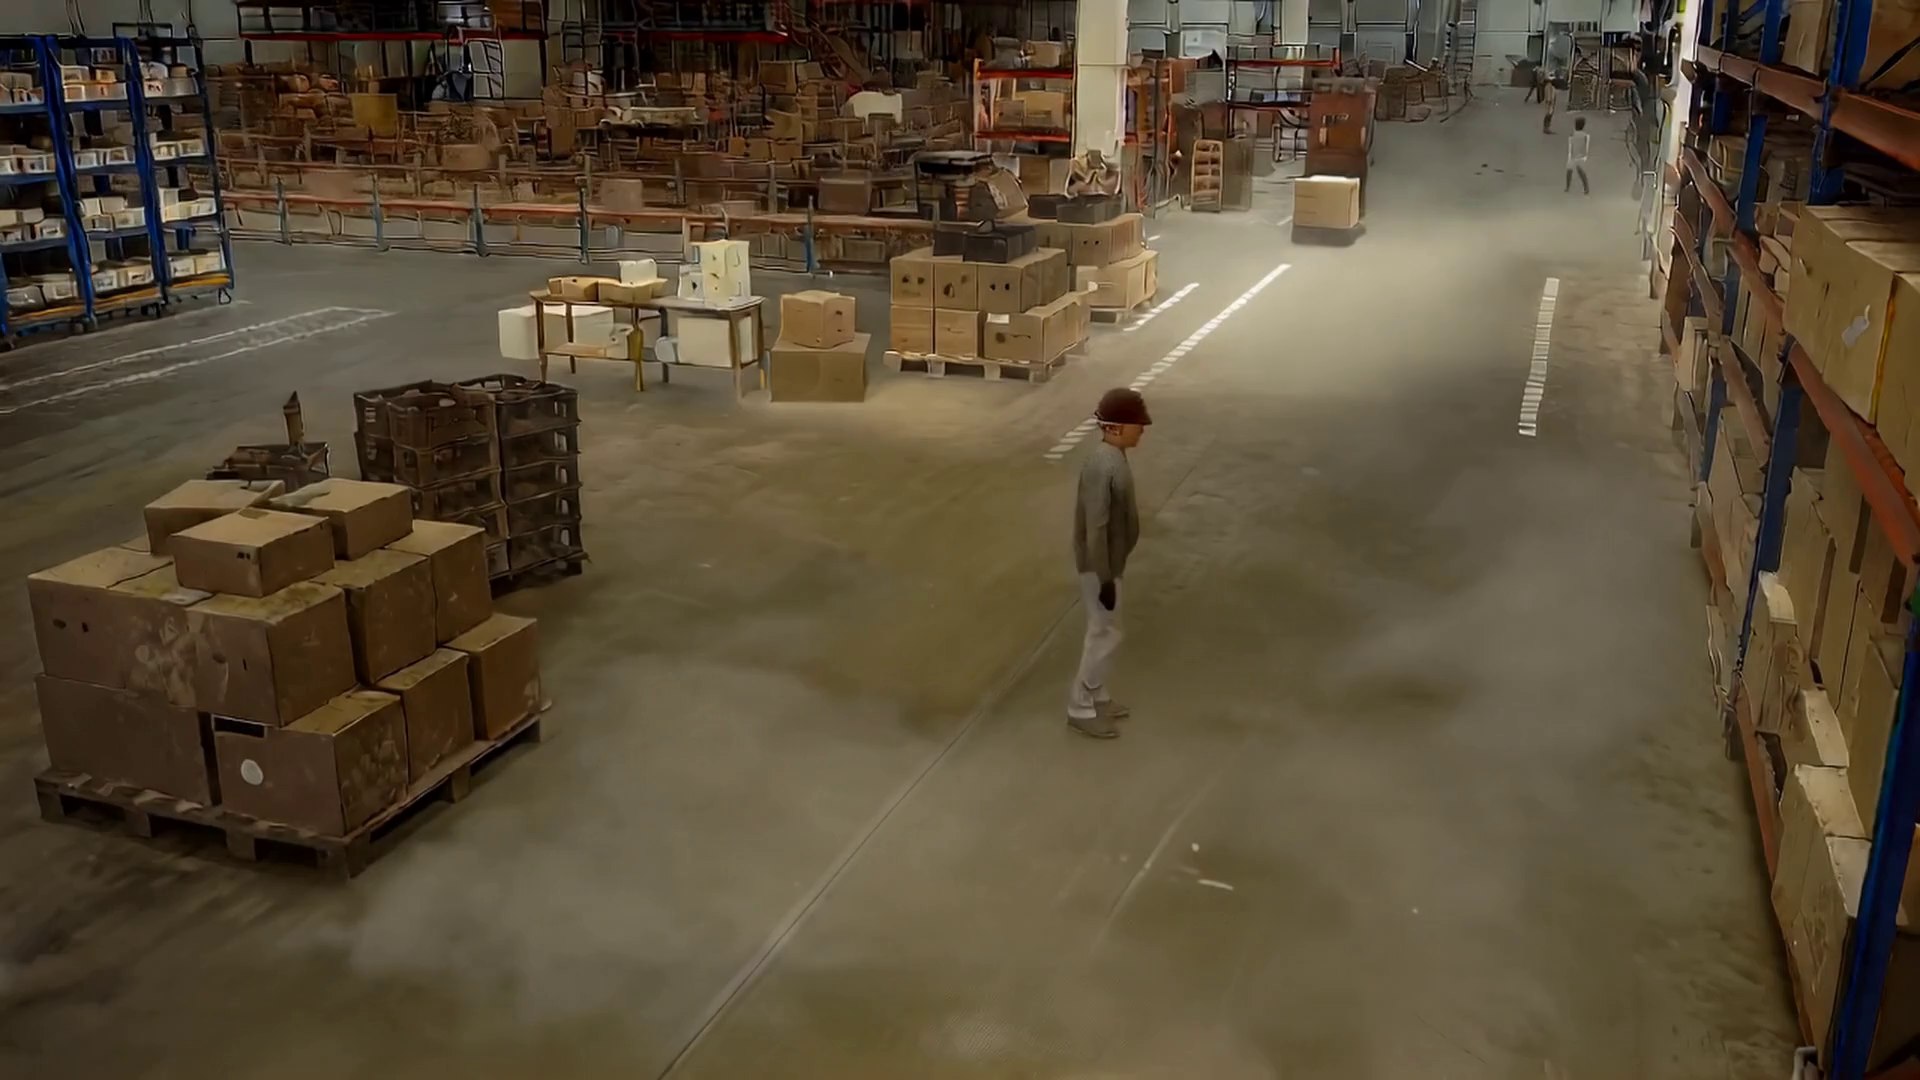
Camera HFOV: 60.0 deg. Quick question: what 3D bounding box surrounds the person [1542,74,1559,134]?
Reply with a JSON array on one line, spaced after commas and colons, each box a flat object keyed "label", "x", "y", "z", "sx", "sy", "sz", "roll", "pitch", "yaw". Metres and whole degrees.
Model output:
[{"label": "person", "x": 19.509, "y": -14.381, "z": 54.873, "sx": 0.359, "sy": 1.938, "sz": 0.545, "roll": -1, "pitch": 18, "yaw": -3}]

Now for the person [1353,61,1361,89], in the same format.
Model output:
[{"label": "person", "x": 17.254, "y": -19.973, "z": 72.612, "sx": 0.542, "sy": 1.828, "sz": 0.536, "roll": 11, "pitch": 20, "yaw": 30}]

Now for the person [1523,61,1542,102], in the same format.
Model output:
[{"label": "person", "x": 25.569, "y": -20.370, "z": 73.928, "sx": 0.891, "sy": 1.804, "sz": 0.500, "roll": -10, "pitch": 20, "yaw": -28}]

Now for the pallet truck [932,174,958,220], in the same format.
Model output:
[{"label": "pallet truck", "x": -0.507, "y": -5.292, "z": 27.348, "sx": 0.653, "sy": 1.274, "sz": 1.630, "roll": 6, "pitch": 19, "yaw": 19}]

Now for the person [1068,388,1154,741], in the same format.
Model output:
[{"label": "person", "x": 0.837, "y": 0.125, "z": 9.231, "sx": 0.415, "sy": 1.984, "sz": 0.615, "roll": 4, "pitch": 18, "yaw": 11}]

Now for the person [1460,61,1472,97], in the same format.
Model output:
[{"label": "person", "x": 23.836, "y": -21.686, "z": 78.230, "sx": 0.539, "sy": 1.681, "sz": 0.547, "roll": -7, "pitch": 19, "yaw": -20}]

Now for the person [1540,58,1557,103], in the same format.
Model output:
[{"label": "person", "x": 25.930, "y": -20.207, "z": 73.208, "sx": 0.392, "sy": 1.920, "sz": 0.587, "roll": -14, "pitch": 23, "yaw": -38}]

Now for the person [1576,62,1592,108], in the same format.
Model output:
[{"label": "person", "x": 26.239, "y": -19.134, "z": 69.900, "sx": 0.510, "sy": 1.891, "sz": 0.705, "roll": 8, "pitch": 19, "yaw": 24}]

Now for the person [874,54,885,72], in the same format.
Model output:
[{"label": "person", "x": -3.897, "y": -22.748, "z": 81.259, "sx": 0.554, "sy": 1.916, "sz": 0.952, "roll": 5, "pitch": 18, "yaw": 15}]

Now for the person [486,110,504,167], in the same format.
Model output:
[{"label": "person", "x": -10.884, "y": -9.093, "z": 38.581, "sx": 0.769, "sy": 1.740, "sz": 0.526, "roll": -2, "pitch": 18, "yaw": -8}]

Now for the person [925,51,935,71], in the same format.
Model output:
[{"label": "person", "x": -1.646, "y": -25.809, "z": 90.977, "sx": 0.635, "sy": 1.819, "sz": 0.611, "roll": -6, "pitch": 19, "yaw": -19}]

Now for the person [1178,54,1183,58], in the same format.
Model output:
[{"label": "person", "x": 11.152, "y": -23.689, "z": 84.282, "sx": 0.429, "sy": 1.841, "sz": 0.631, "roll": 9, "pitch": 20, "yaw": 27}]

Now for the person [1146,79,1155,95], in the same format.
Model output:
[{"label": "person", "x": 6.482, "y": -15.049, "z": 57.202, "sx": 0.608, "sy": 1.786, "sz": 0.859, "roll": 7, "pitch": 19, "yaw": 21}]

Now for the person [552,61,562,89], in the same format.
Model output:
[{"label": "person", "x": -17.297, "y": -19.522, "z": 71.142, "sx": 0.678, "sy": 1.861, "sz": 0.596, "roll": 6, "pitch": 19, "yaw": 19}]

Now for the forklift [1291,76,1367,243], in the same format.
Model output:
[{"label": "forklift", "x": 6.598, "y": -6.755, "z": 29.381, "sx": 1.129, "sy": 2.768, "sz": 1.873, "roll": 6, "pitch": 19, "yaw": 19}]

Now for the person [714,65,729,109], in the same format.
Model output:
[{"label": "person", "x": -8.836, "y": -16.491, "z": 61.406, "sx": 0.619, "sy": 2.013, "sz": 0.952, "roll": -13, "pitch": 22, "yaw": -36}]

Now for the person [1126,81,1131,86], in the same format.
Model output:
[{"label": "person", "x": 6.046, "y": -16.119, "z": 60.240, "sx": 0.382, "sy": 1.995, "sz": 0.612, "roll": -2, "pitch": 18, "yaw": -6}]

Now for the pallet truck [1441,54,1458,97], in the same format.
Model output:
[{"label": "pallet truck", "x": 22.765, "y": -21.886, "z": 78.355, "sx": 0.823, "sy": 1.965, "sz": 1.885, "roll": -4, "pitch": 18, "yaw": -14}]

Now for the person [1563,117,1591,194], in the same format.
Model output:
[{"label": "person", "x": 13.689, "y": -8.486, "z": 36.765, "sx": 0.536, "sy": 1.678, "sz": 0.630, "roll": -3, "pitch": 18, "yaw": -10}]

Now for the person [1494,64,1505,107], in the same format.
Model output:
[{"label": "person", "x": 22.942, "y": -19.305, "z": 70.658, "sx": 0.321, "sy": 1.743, "sz": 0.488, "roll": 9, "pitch": 20, "yaw": 25}]
